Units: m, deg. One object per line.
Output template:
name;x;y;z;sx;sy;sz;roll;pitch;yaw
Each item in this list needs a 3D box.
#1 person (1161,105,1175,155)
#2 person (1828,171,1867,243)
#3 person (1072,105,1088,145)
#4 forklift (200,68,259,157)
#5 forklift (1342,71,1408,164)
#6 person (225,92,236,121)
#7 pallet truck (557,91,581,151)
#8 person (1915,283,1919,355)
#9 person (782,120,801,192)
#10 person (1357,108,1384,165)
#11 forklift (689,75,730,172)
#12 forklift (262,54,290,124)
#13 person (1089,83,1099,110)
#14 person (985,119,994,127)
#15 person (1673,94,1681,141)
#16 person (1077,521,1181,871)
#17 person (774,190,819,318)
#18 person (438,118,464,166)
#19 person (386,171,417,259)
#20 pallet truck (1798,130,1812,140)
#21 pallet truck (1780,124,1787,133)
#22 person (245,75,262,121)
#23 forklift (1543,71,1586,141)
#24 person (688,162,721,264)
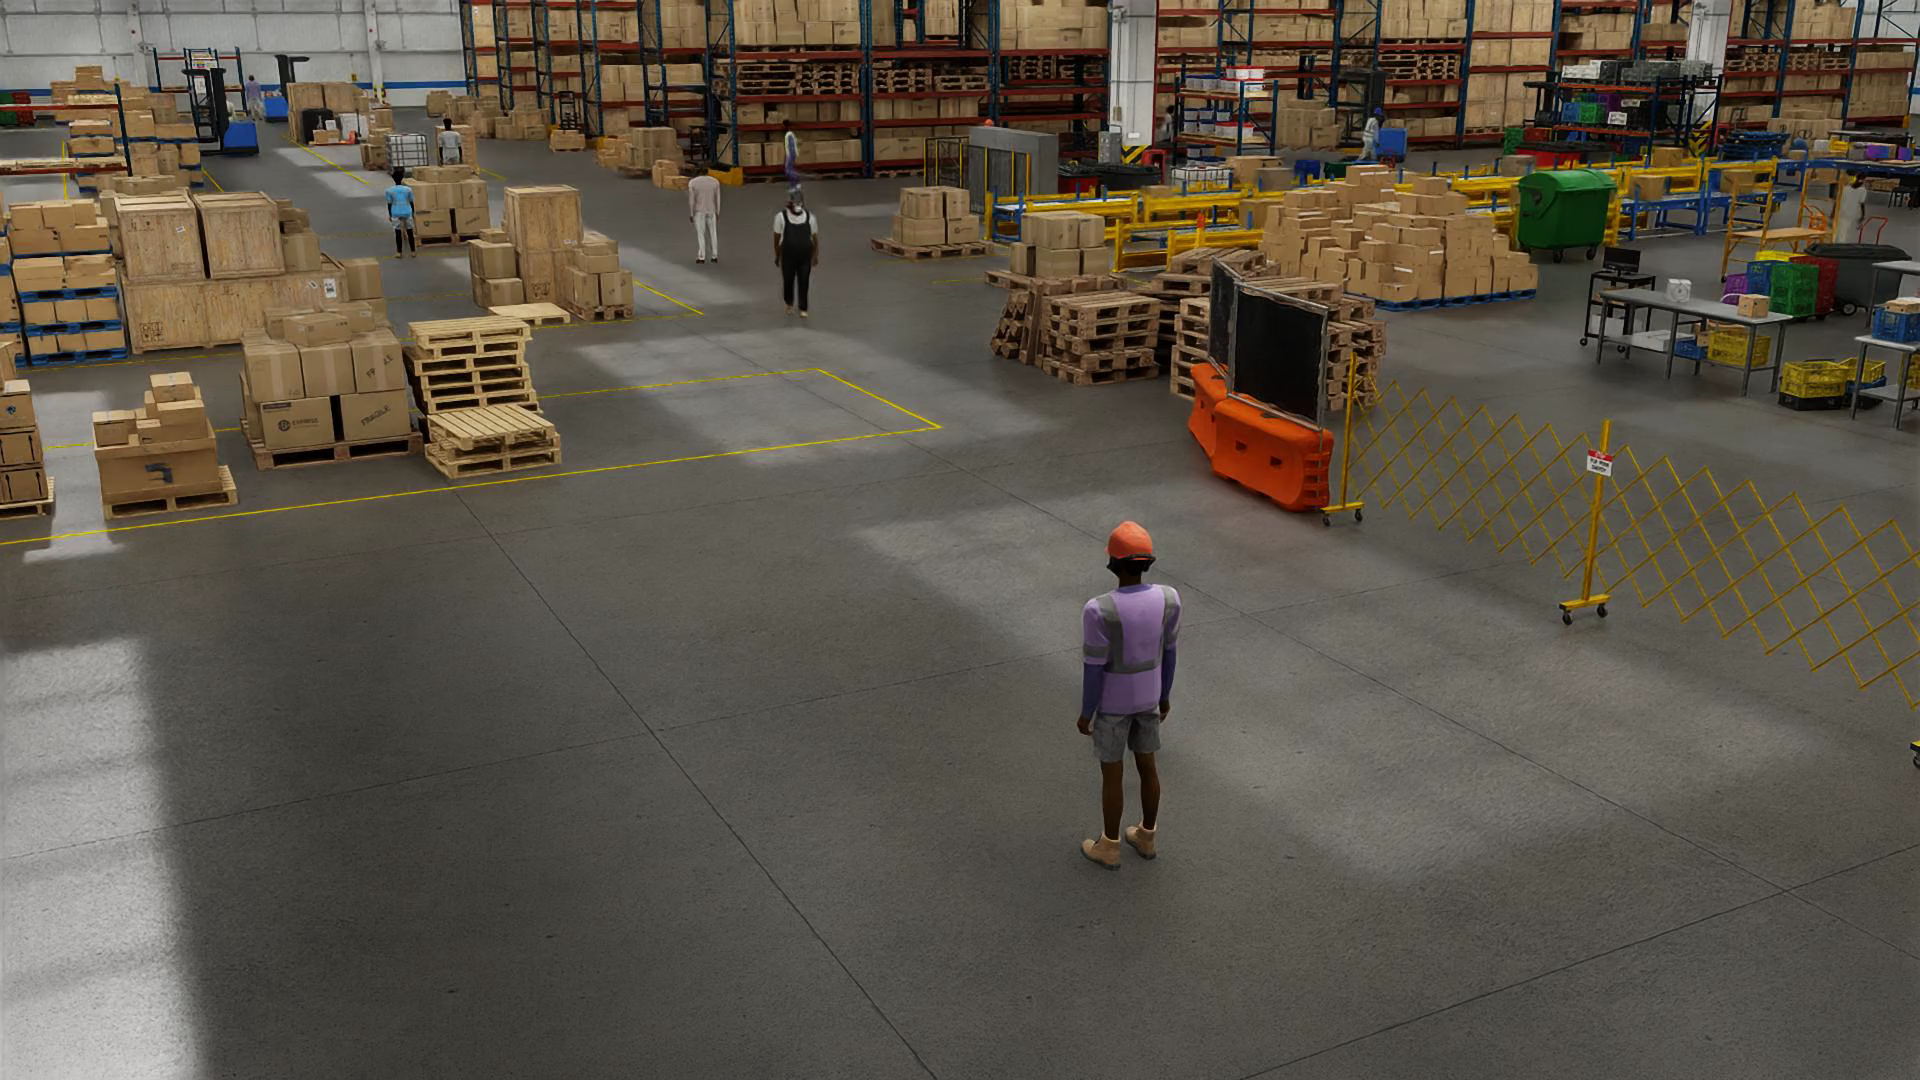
person;6.797;-13.624;55.280;0.645;1.666;0.538;1;18;4
person;16.728;-6.031;31.347;0.544;1.820;0.918;0;18;1
person;4.007;-13.717;55.525;0.574;1.689;0.324;-8;19;-22
forklift;-24.369;-14.147;54.940;1.873;2.768;1.129;-9;20;-26
forklift;13.137;-13.309;52.325;1.873;2.768;1.129;6;19;18
person;-25.057;-14.294;56.824;0.614;1.994;0.381;-9;20;-26
pallet truck;-13.495;-14.412;57.188;0.823;1.965;1.885;-3;18;-9
person;13.728;-3.505;23.554;0.527;1.772;0.305;-9;20;-26
person;-4.512;-10.180;44.150;0.448;1.896;0.624;-4;18;-13
person;12.318;-11.954;49.745;1.057;1.858;0.620;0;18;-1
forklift;-7.021;-12.344;49.317;1.873;2.768;1.129;-9;20;-26
forklift;-28.567;-19.111;70.414;1.873;2.768;1.129;-9;20;-26
person;5.423;-18.079;68.862;0.659;1.855;0.942;-3;18;-8
person;0.777;-10.076;43.760;0.547;1.942;0.351;-9;20;-26
person;26.477;-15.542;60.968;0.593;1.837;0.404;-9;20;-26
person;0.934;0.884;9.428;0.609;2.043;0.376;-9;20;-26
person;-2.566;-4.522;26.285;0.709;2.000;0.535;-5;18;-14
person;-13.417;-10.093;43.818;0.632;1.956;0.436;-8;19;-24
person;-10.956;-6.380;32.632;0.537;1.696;0.318;-9;20;-26
pallet truck;25.526;-11.556;49.408;1.630;1.274;0.653;-9;20;-26
pallet truck;25.206;-12.542;52.601;1.601;1.201;0.680;0;18;-2
person;-30.626;-19.176;72.137;0.631;1.939;0.370;-9;20;-26
forklift;18.685;-13.231;52.085;1.873;2.768;1.129;-9;20;-26
person;-4.894;-6.269;31.896;0.631;1.940;0.370;-9;20;-26
